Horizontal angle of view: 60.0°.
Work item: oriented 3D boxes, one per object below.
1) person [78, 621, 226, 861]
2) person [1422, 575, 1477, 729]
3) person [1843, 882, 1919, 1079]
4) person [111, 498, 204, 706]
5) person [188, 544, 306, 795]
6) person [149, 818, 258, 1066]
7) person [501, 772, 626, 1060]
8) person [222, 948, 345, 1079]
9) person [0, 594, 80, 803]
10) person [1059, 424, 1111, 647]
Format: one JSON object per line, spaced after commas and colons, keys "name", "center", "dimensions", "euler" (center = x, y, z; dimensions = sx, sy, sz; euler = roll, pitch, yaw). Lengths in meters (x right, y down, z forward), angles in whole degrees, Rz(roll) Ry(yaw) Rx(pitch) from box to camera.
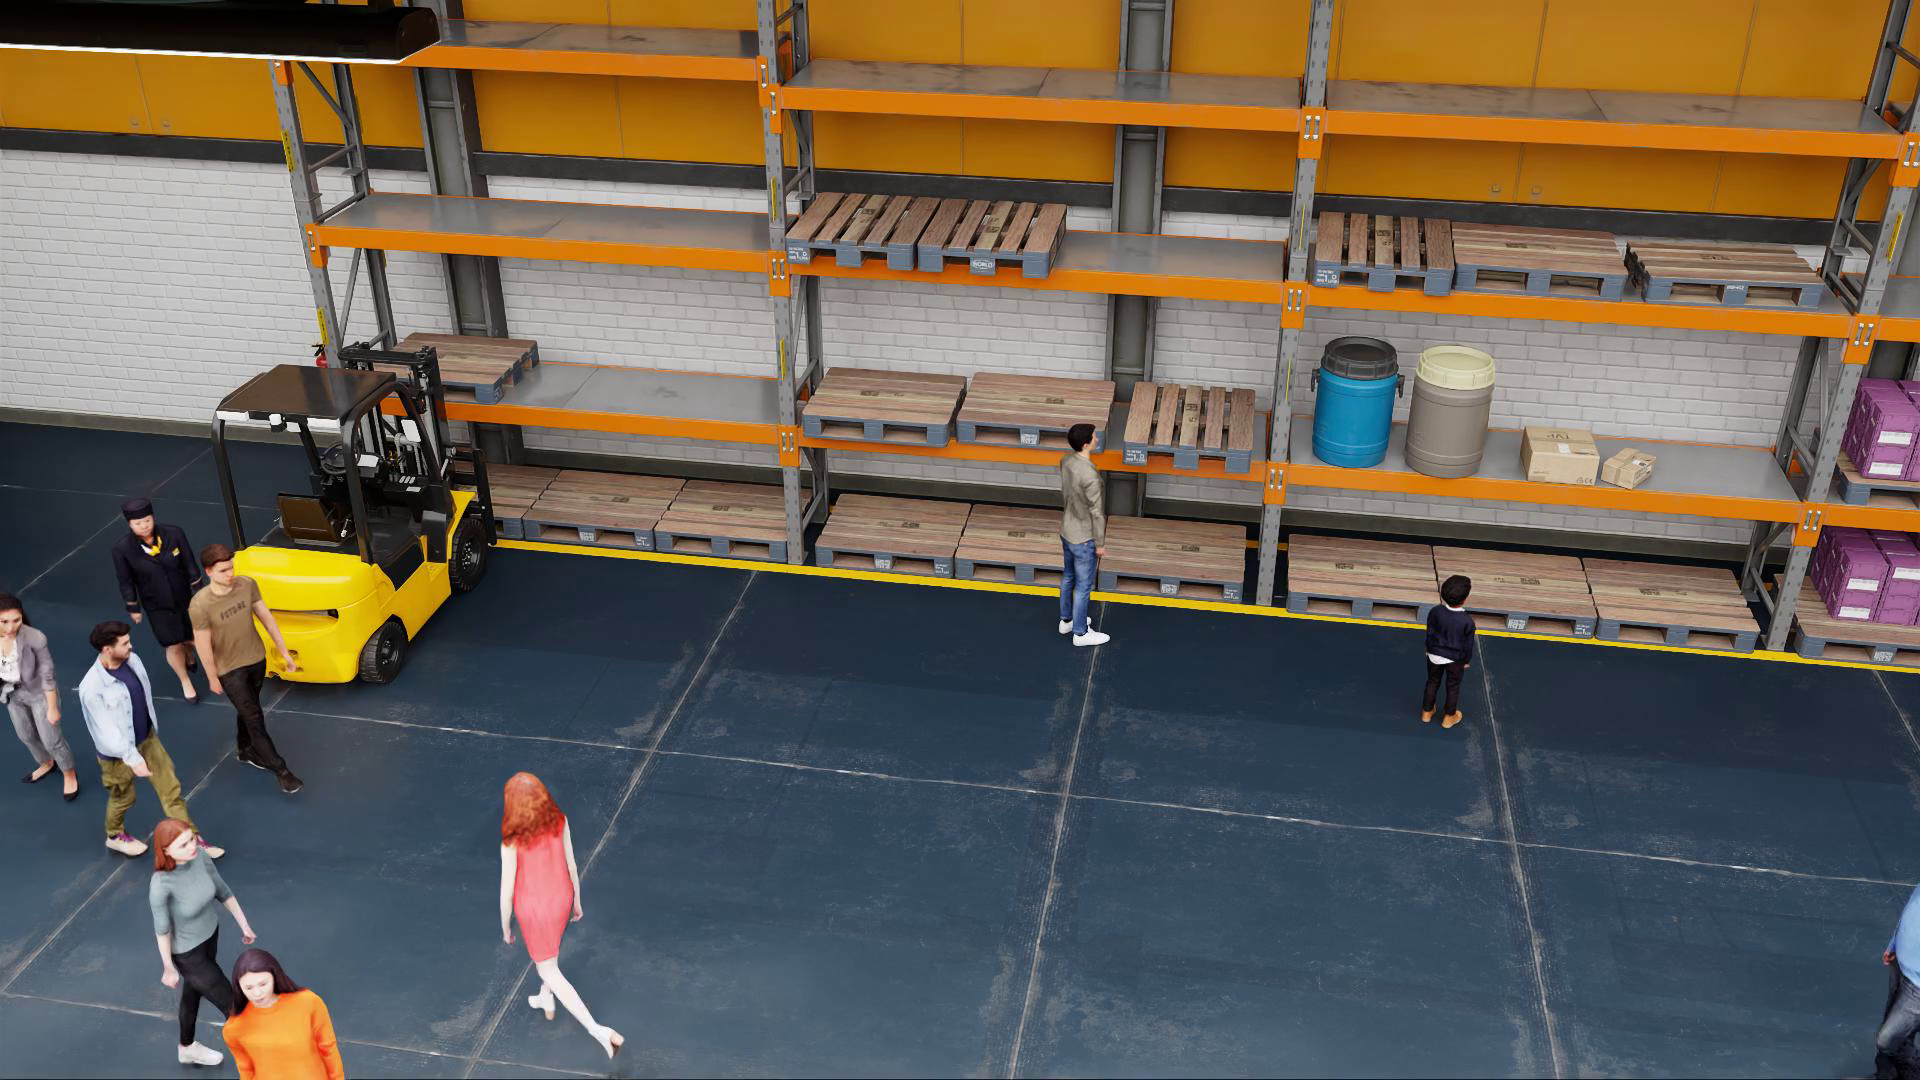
{"name": "person", "center": [-5.329, 1.311, 10.514], "dimensions": [1.118, 1.769, 0.752], "euler": [8, 30, 14]}
{"name": "person", "center": [3.530, 0.796, 12.023], "dimensions": [0.551, 1.227, 0.641], "euler": [19, 34, 30]}
{"name": "person", "center": [5.143, 2.278, 8.712], "dimensions": [0.670, 1.798, 0.687], "euler": [3, 29, 6]}
{"name": "person", "center": [-5.862, 0.417, 12.277], "dimensions": [0.855, 1.651, 0.916], "euler": [-19, 34, -30]}
{"name": "person", "center": [-4.956, 0.828, 11.350], "dimensions": [1.178, 1.817, 0.913], "euler": [16, 32, 26]}
{"name": "person", "center": [-4.168, 2.203, 8.948], "dimensions": [1.081, 1.703, 0.620], "euler": [6, 29, 11]}
{"name": "person", "center": [-2.200, 2.082, 9.076], "dimensions": [1.212, 1.794, 0.992], "euler": [22, 36, 35]}
{"name": "person", "center": [-3.251, 2.634, 8.144], "dimensions": [1.109, 1.715, 1.102], "euler": [-14, 32, -24]}
{"name": "person", "center": [-6.201, 1.042, 11.141], "dimensions": [0.579, 1.642, 0.826], "euler": [14, 32, 24]}
{"name": "person", "center": [0.927, -0.049, 12.907], "dimensions": [0.806, 1.866, 0.792], "euler": [-12, 31, -22]}
